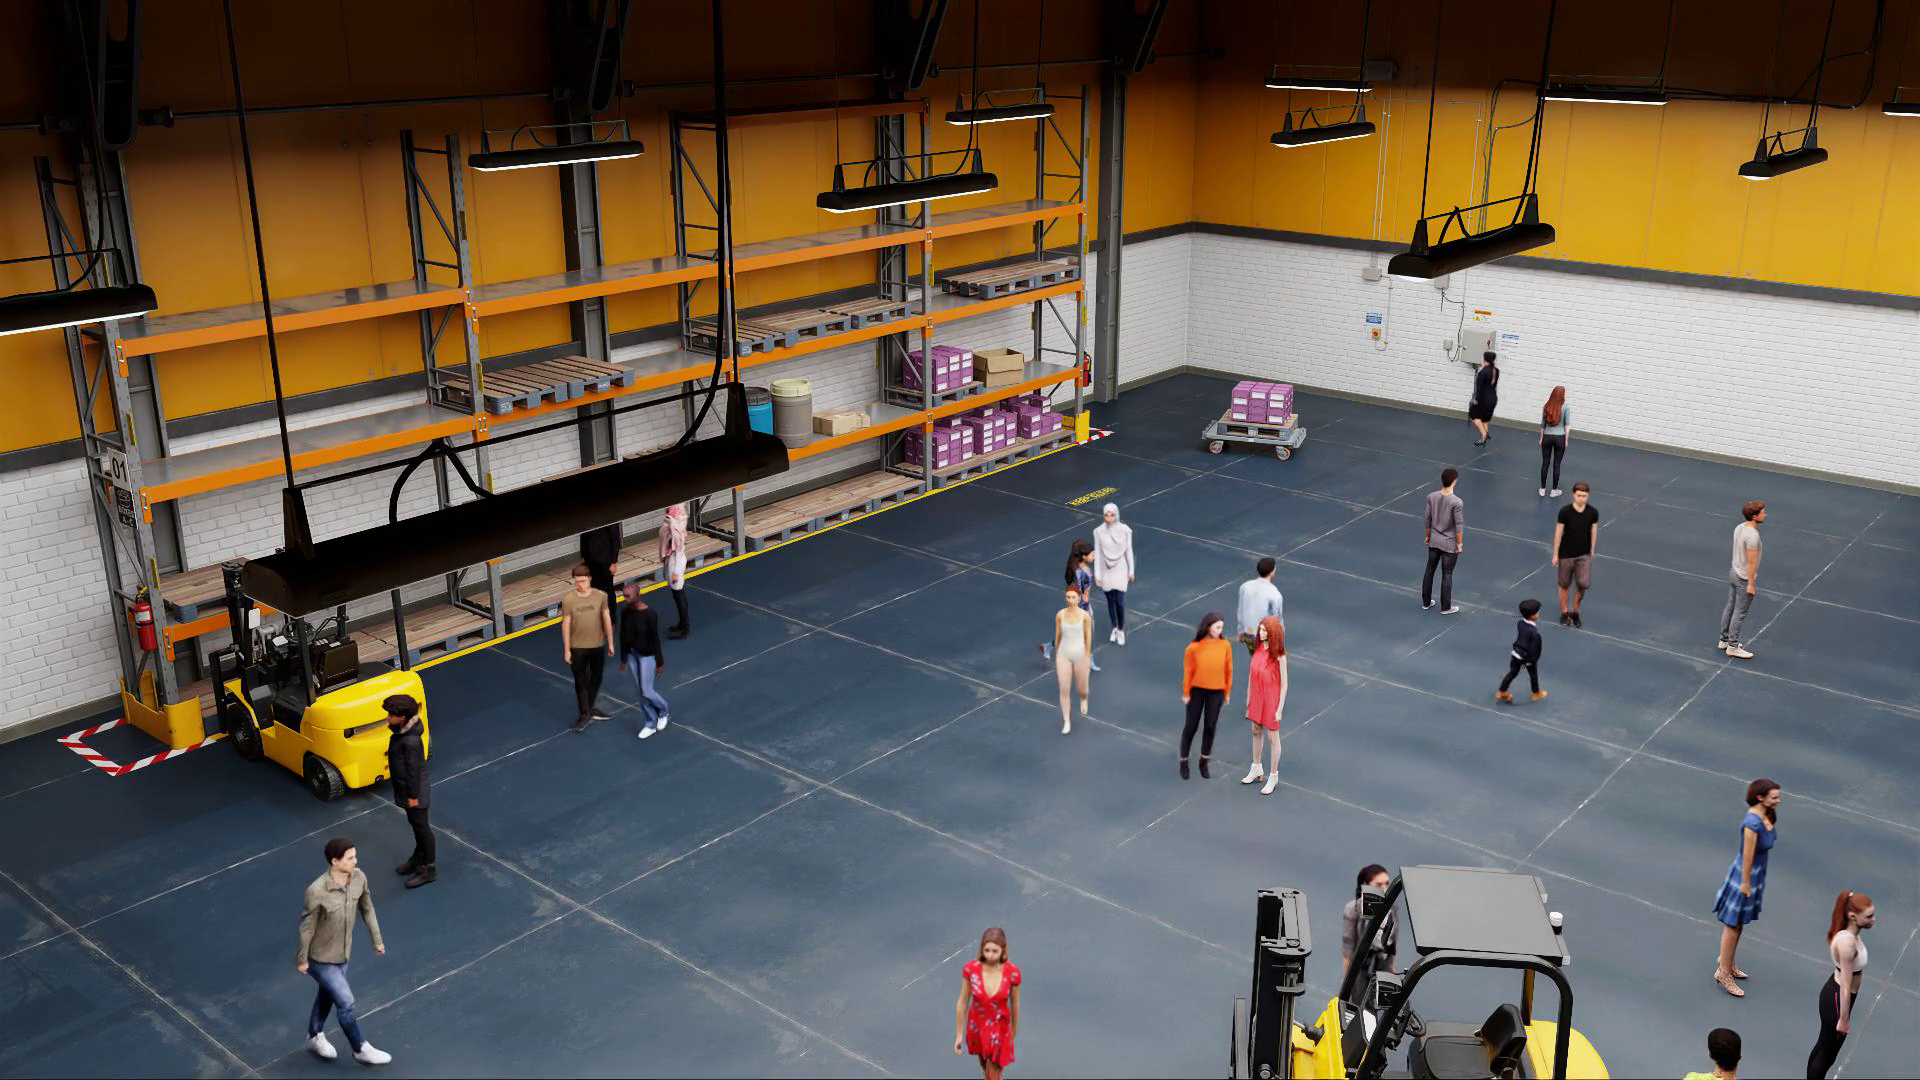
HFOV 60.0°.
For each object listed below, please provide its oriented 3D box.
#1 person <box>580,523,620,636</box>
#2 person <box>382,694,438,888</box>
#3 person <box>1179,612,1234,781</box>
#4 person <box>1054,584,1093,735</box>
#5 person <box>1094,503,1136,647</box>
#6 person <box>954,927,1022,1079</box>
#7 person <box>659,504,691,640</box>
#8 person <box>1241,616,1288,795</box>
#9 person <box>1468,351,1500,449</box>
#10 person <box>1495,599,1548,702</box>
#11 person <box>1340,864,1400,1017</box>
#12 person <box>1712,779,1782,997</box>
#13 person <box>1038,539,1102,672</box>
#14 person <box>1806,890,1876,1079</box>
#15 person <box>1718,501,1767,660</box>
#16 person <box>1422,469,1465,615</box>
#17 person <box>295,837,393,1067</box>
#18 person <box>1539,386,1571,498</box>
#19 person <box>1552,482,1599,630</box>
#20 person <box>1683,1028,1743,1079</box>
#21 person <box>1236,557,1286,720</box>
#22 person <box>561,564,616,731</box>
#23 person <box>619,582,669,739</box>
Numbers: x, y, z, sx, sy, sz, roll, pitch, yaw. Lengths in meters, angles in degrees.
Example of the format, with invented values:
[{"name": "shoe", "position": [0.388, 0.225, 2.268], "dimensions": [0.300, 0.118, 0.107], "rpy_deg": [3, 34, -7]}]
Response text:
[{"name": "person", "position": [-4.389, 0.216, 20.293], "dimensions": [0.746, 1.883, 0.627], "rpy_deg": [10, 21, 26]}, {"name": "person", "position": [-4.825, 2.170, 14.662], "dimensions": [0.674, 1.774, 0.685], "rpy_deg": [-11, 22, -30]}, {"name": "person", "position": [2.457, 1.512, 16.673], "dimensions": [0.782, 1.738, 0.842], "rpy_deg": [0, 19, -1]}, {"name": "person", "position": [1.209, 1.226, 17.683], "dimensions": [0.746, 1.634, 0.871], "rpy_deg": [4, 19, 11]}, {"name": "person", "position": [1.867, 0.371, 20.031], "dimensions": [0.763, 1.756, 0.795], "rpy_deg": [4, 19, 12]}, {"name": "person", "position": [0.211, 3.350, 11.517], "dimensions": [0.941, 1.545, 1.168], "rpy_deg": [3, 19, 9]}, {"name": "person", "position": [-3.431, 0.316, 20.122], "dimensions": [0.791, 1.803, 0.733], "rpy_deg": [-2, 19, -5]}, {"name": "person", "position": [3.003, 1.597, 16.282], "dimensions": [0.615, 1.826, 0.653], "rpy_deg": [-12, 22, -32]}, {"name": "person", "position": [8.981, -2.359, 28.285], "dimensions": [0.683, 1.662, 0.828], "rpy_deg": [-14, 23, -36]}, {"name": "person", "position": [6.174, 1.238, 18.330], "dimensions": [0.904, 1.200, 0.740], "rpy_deg": [-7, 20, -19]}, {"name": "person", "position": [2.946, 3.098, 12.056], "dimensions": [0.673, 1.678, 0.775], "rpy_deg": [-7, 20, -21]}, {"name": "person", "position": [6.194, 2.695, 13.055], "dimensions": [0.748, 1.805, 0.544], "rpy_deg": [12, 22, 31]}, {"name": "person", "position": [1.291, 0.770, 19.083], "dimensions": [0.923, 1.607, 1.014], "rpy_deg": [6, 19, 17]}, {"name": "person", "position": [6.099, 3.228, 11.569], "dimensions": [0.679, 1.742, 0.513], "rpy_deg": [11, 21, 28]}, {"name": "person", "position": [9.234, 0.437, 19.613], "dimensions": [0.803, 1.899, 0.701], "rpy_deg": [1, 19, 4]}, {"name": "person", "position": [6.091, 0.007, 20.967], "dimensions": [0.576, 1.850, 0.701], "rpy_deg": [-16, 24, -40]}, {"name": "person", "position": [-4.674, 3.004, 12.134], "dimensions": [0.975, 1.806, 1.038], "rpy_deg": [10, 21, 27]}, {"name": "person", "position": [9.180, -1.533, 25.708], "dimensions": [0.600, 1.743, 0.570], "rpy_deg": [12, 22, 31]}, {"name": "person", "position": [7.572, 0.149, 20.548], "dimensions": [0.806, 1.848, 0.833], "rpy_deg": [3, 19, 8]}, {"name": "person", "position": [4.491, 3.786, 10.040], "dimensions": [0.758, 1.661, 1.152], "rpy_deg": [11, 21, 29]}, {"name": "person", "position": [3.175, 1.073, 17.887], "dimensions": [0.768, 1.795, 0.754], "rpy_deg": [-15, 24, -38]}, {"name": "person", "position": [-3.947, 1.115, 17.686], "dimensions": [0.746, 1.843, 0.861], "rpy_deg": [-11, 22, -30]}, {"name": "person", "position": [-3.309, 1.228, 17.527], "dimensions": [0.690, 1.732, 0.740], "rpy_deg": [7, 20, 20]}]
